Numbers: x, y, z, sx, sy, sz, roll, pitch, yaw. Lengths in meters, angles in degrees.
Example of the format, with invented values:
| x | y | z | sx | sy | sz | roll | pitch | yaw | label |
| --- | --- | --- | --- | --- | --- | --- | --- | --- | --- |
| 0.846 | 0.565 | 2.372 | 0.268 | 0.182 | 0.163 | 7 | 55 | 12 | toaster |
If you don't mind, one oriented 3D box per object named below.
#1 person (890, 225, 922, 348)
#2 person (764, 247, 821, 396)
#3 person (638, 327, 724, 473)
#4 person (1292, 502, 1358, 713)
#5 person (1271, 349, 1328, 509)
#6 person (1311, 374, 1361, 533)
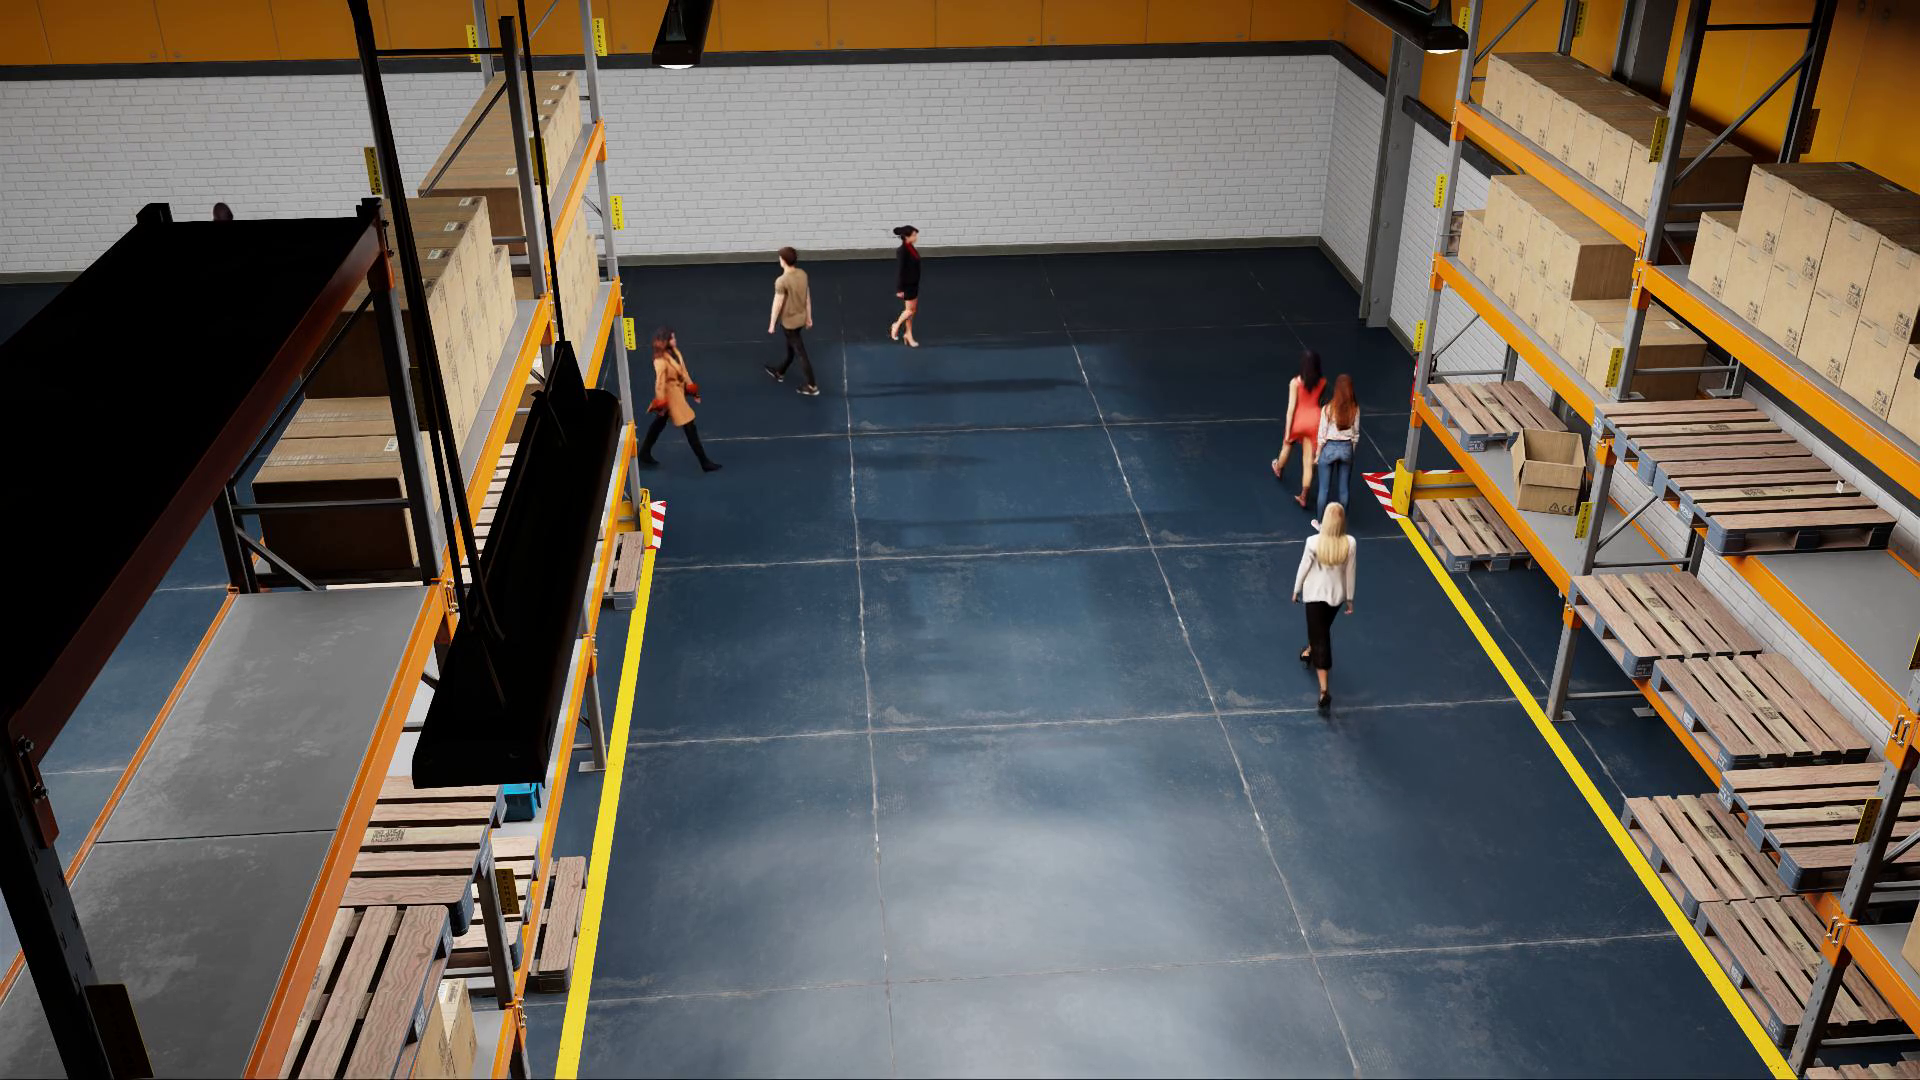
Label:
| x | y | z | sx | sy | sz | roll | pitch | yaw | label |
| --- | --- | --- | --- | --- | --- | --- | --- | --- | --- |
| -0.728 | -3.242 | 21.347 | 0.772 | 1.630 | 0.709 | 11 | 30 | 19 | person |
| -1.918 | -2.594 | 19.958 | 1.148 | 1.822 | 1.154 | 17 | 33 | 29 | person |
| -3.226 | -1.502 | 18.123 | 0.946 | 1.663 | 1.233 | 5 | 29 | 9 | person |
| 3.109 | 0.595 | 14.125 | 0.637 | 1.809 | 1.178 | -3 | 29 | -5 | person |
| 3.641 | -1.130 | 17.429 | 0.582 | 1.674 | 1.096 | -4 | 29 | -8 | person |
| 3.835 | -0.879 | 16.915 | 0.588 | 1.725 | 0.521 | 0 | 29 | 0 | person |
